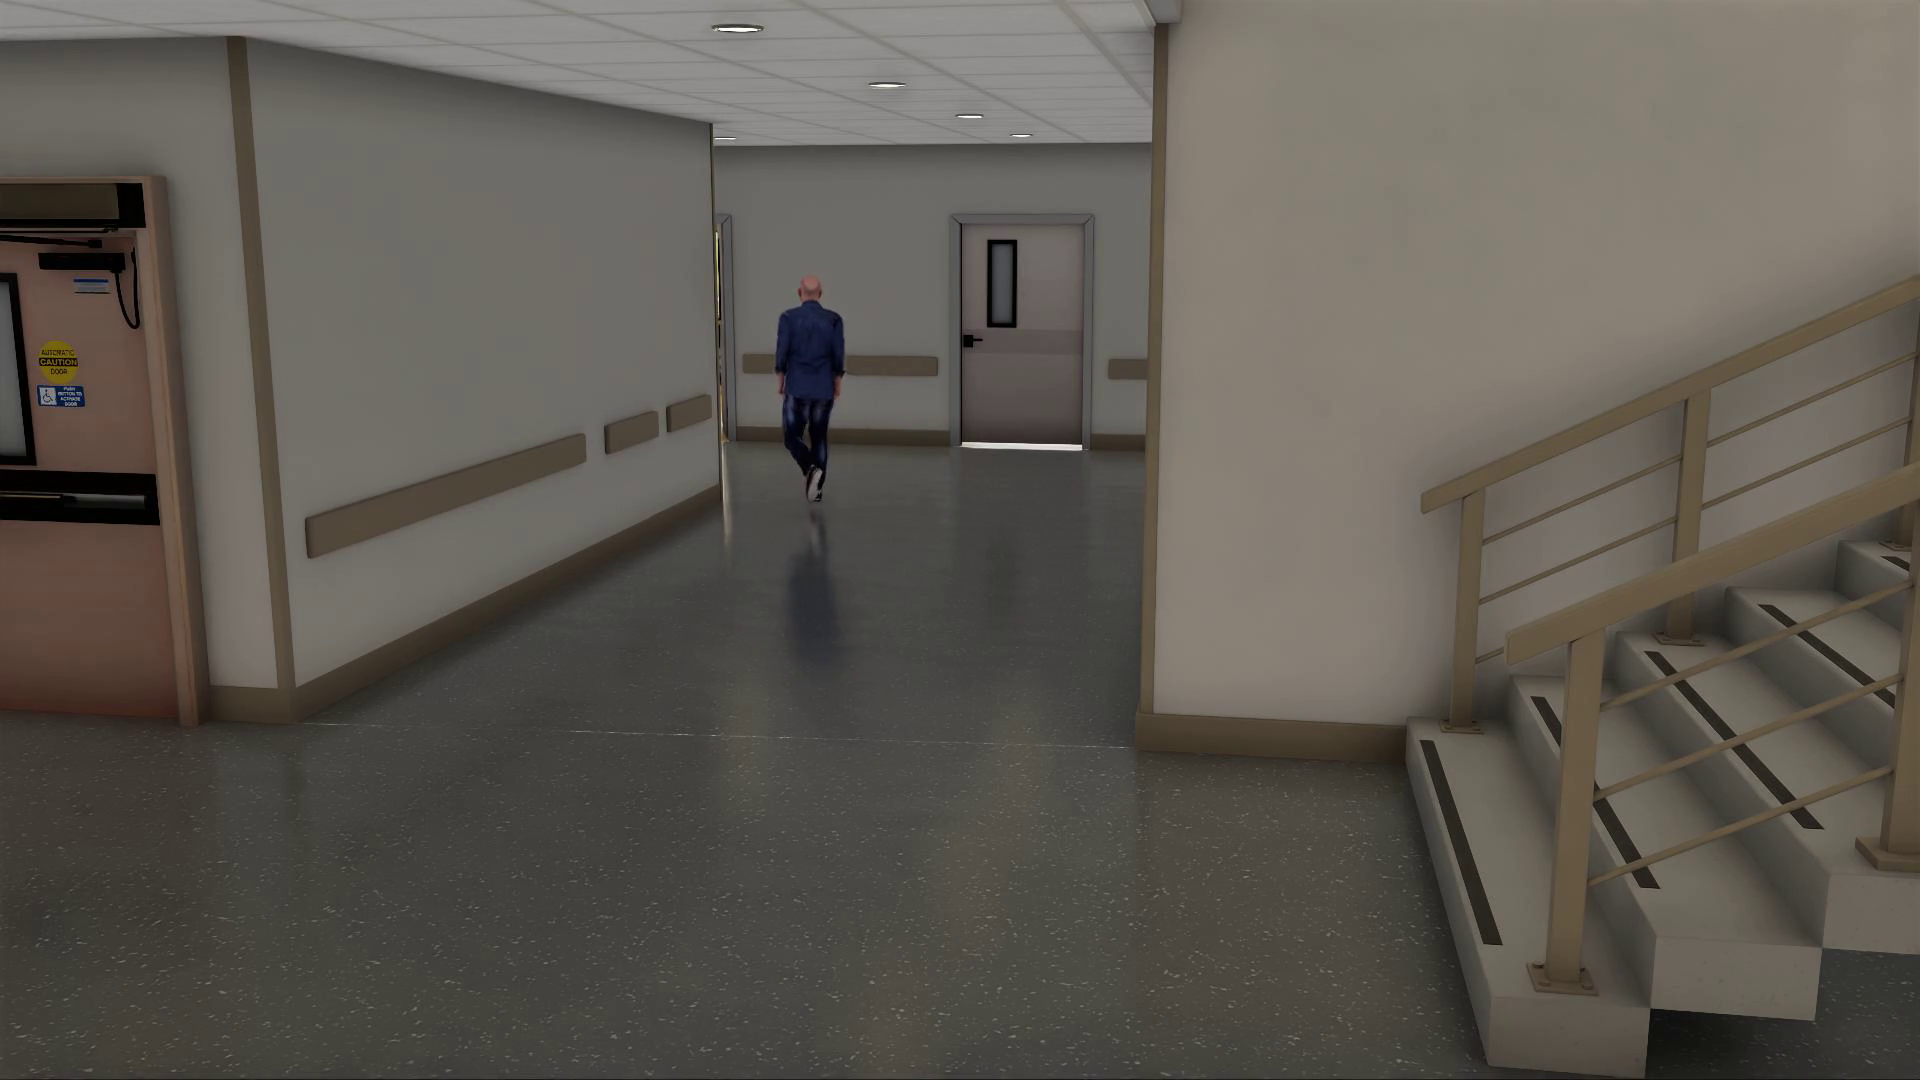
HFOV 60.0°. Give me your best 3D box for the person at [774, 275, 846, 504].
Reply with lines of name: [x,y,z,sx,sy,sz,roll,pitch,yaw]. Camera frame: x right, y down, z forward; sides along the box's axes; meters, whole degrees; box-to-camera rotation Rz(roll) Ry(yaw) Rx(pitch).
person: [-1.174,-1.141,13.034,1.090,1.800,1.076,-4,11,-20]
